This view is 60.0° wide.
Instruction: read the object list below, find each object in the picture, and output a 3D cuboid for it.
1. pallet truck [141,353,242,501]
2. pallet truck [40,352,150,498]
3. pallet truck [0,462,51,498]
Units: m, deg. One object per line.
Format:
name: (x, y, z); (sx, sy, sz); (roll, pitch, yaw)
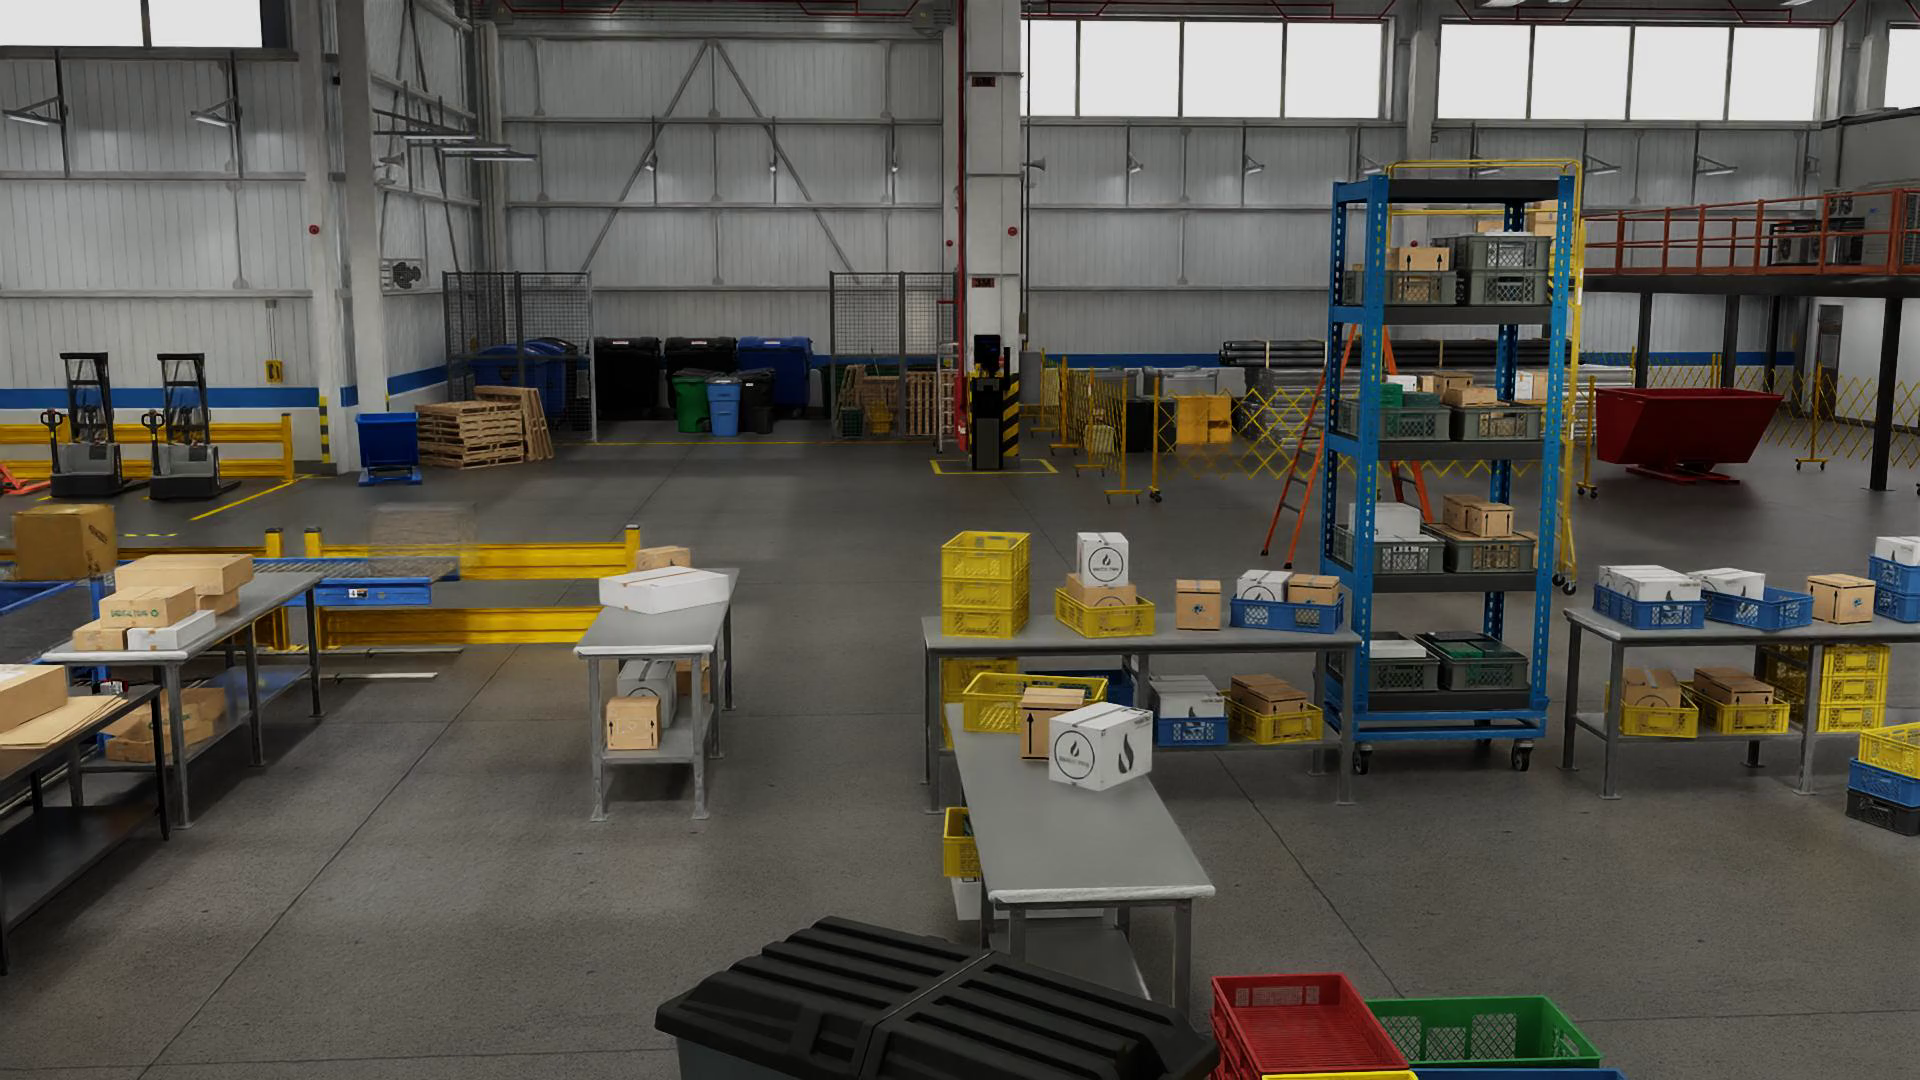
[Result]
pallet truck: (-10.520, -1.604, 22.925); (0.823, 1.965, 1.885); (-1, 9, -6)
pallet truck: (-11.907, -1.642, 23.165); (0.823, 1.965, 1.885); (0, 9, 0)
pallet truck: (-13.193, -1.293, 23.148); (0.653, 1.274, 1.630); (-1, 9, -4)
